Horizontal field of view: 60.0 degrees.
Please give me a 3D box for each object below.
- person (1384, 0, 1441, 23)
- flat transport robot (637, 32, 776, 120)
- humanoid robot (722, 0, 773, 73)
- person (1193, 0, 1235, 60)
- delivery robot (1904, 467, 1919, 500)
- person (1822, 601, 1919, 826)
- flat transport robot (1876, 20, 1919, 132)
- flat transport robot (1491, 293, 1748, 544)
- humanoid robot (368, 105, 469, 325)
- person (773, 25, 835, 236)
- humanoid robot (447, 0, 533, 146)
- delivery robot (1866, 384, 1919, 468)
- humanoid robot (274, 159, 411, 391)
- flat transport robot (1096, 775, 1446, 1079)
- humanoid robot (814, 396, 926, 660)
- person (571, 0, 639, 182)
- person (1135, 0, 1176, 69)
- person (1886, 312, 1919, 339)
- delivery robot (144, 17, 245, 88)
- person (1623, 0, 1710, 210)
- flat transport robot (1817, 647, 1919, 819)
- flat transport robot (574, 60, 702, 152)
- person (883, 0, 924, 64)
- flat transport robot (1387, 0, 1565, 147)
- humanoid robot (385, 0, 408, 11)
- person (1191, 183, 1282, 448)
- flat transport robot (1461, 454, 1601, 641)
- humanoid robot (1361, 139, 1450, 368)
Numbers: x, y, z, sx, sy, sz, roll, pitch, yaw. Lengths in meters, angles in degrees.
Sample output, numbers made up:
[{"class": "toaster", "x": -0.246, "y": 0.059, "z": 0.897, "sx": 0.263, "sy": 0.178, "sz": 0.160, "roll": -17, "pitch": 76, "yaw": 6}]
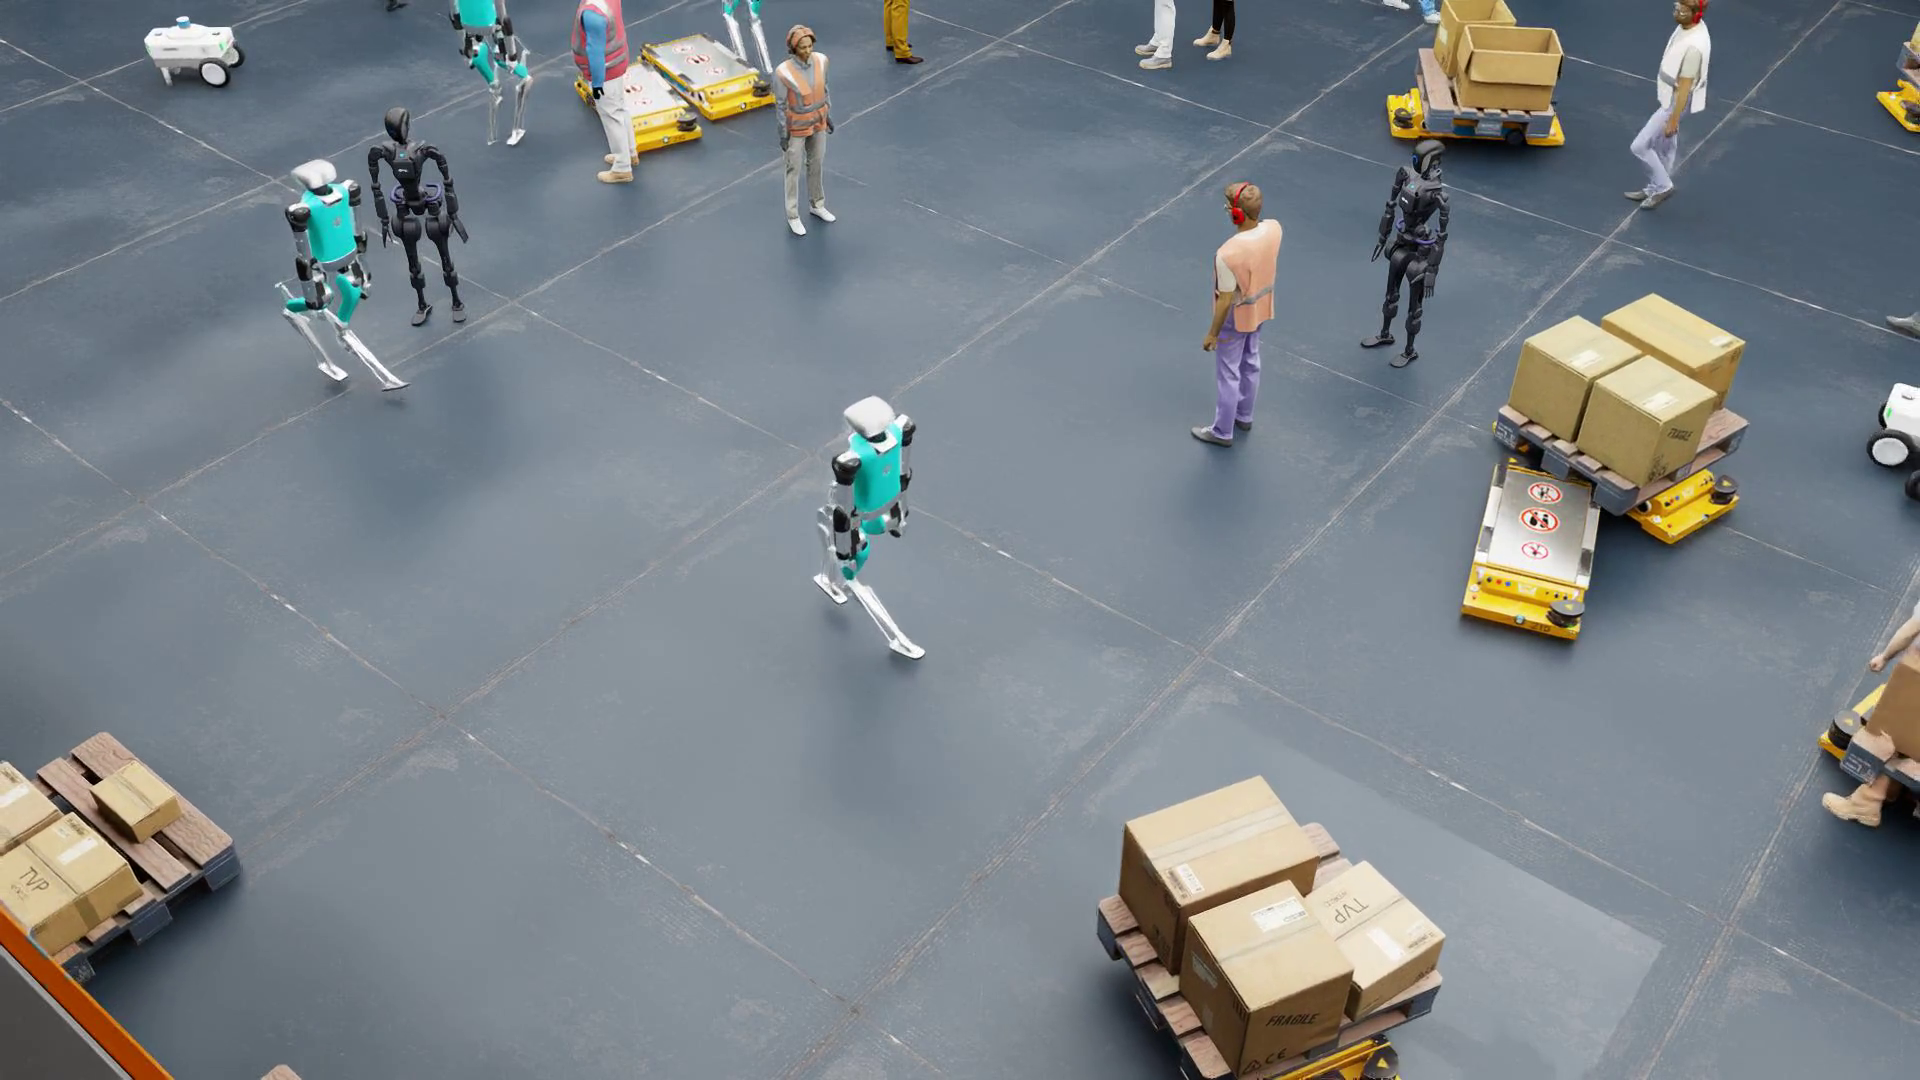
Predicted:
[{"class": "person", "x": 4.477, "y": -5.804, "z": 15.806, "sx": 0.790, "sy": 1.686, "sz": 0.501, "roll": 30, "pitch": 49, "yaw": 30}, {"class": "flat transport robot", "x": -2.308, "y": -4.211, "z": 15.032, "sx": 0.659, "sy": 0.231, "sz": 1.431, "roll": -24, "pitch": 46, "yaw": -26}, {"class": "humanoid robot", "x": -1.953, "y": -5.006, "z": 14.827, "sx": 0.539, "sy": 1.786, "sz": 0.686, "roll": -19, "pitch": 44, "yaw": -21}, {"class": "person", "x": 2.399, "y": -5.233, "z": 15.132, "sx": 0.319, "sy": 1.694, "sz": 0.532, "roll": -10, "pitch": 41, "yaw": -12}, {"class": "delivery robot", "x": 6.346, "y": -0.367, "z": 10.287, "sx": 0.774, "sy": 0.592, "sz": 0.499, "roll": -9, "pitch": 41, "yaw": -10}, {"class": "person", "x": 4.772, "y": 0.716, "z": 8.126, "sx": 0.553, "sy": 1.715, "sz": 0.534, "roll": 10, "pitch": 41, "yaw": 11}, {"class": "flat transport robot", "x": 8.884, "y": -3.792, "z": 14.539, "sx": 1.431, "sy": 0.231, "sz": 0.659, "roll": 0, "pitch": 40, "yaw": 0}, {"class": "flat transport robot", "x": 4.198, "y": -0.526, "z": 10.697, "sx": 0.659, "sy": 0.231, "sz": 1.431, "roll": -24, "pitch": 46, "yaw": -26}, {"class": "humanoid robot", "x": -3.774, "y": -2.265, "z": 11.648, "sx": 0.599, "sy": 1.653, "sz": 0.315, "roll": -3, "pitch": 40, "yaw": -4}, {"class": "person", "x": -1.183, "y": -3.145, "z": 12.718, "sx": 0.522, "sy": 1.638, "sz": 0.309, "roll": -31, "pitch": 49, "yaw": -32}, {"class": "humanoid robot", "x": -3.826, "y": -4.092, "z": 13.796, "sx": 0.531, "sy": 1.854, "sz": 0.666, "roll": 10, "pitch": 41, "yaw": 12}, {"class": "delivery robot", "x": 6.295, "y": -0.713, "z": 10.709, "sx": 0.805, "sy": 0.612, "sz": 0.499, "roll": 22, "pitch": 45, "yaw": 24}, {"class": "humanoid robot", "x": -4.188, "y": -1.723, "z": 10.968, "sx": 0.990, "sy": 1.739, "sz": 0.551, "roll": 23, "pitch": 45, "yaw": 25}, {"class": "flat transport robot", "x": 1.369, "y": 2.037, "z": 7.681, "sx": 0.659, "sy": 0.231, "sz": 1.431, "roll": -16, "pitch": 43, "yaw": -18}, {"class": "humanoid robot", "x": -0.623, "y": -0.136, "z": 9.149, "sx": 1.075, "sy": 1.744, "sz": 0.552, "roll": 31, "pitch": 49, "yaw": 31}, {"class": "person", "x": -2.861, "y": -3.769, "z": 13.310, "sx": 0.431, "sy": 1.836, "sz": 0.629, "roll": 0, "pitch": 40, "yaw": 0}, {"class": "person", "x": 1.828, "y": -5.187, "z": 14.935, "sx": 0.356, "sy": 1.882, "sz": 0.574, "roll": -1, "pitch": 40, "yaw": -1}, {"class": "person", "x": 7.034, "y": -2.090, "z": 11.344, "sx": 0.732, "sy": 1.808, "sz": 0.638, "roll": 31, "pitch": 49, "yaw": 31}, {"class": "delivery robot", "x": -6.942, "y": -4.434, "z": 15.068, "sx": 0.743, "sy": 0.587, "sz": 0.523, "roll": -1, "pitch": 40, "yaw": -1}, {"class": "person", "x": 5.484, "y": -3.366, "z": 12.834, "sx": 0.467, "sy": 1.822, "sz": 0.691, "roll": 11, "pitch": 42, "yaw": 12}, {"class": "flat transport robot", "x": 5.282, "y": 1.270, "z": 8.584, "sx": 0.659, "sy": 0.231, "sz": 1.431, "roll": -27, "pitch": 47, "yaw": -28}, {"class": "flat transport robot", "x": -2.838, "y": -3.818, "z": 14.570, "sx": 0.659, "sy": 0.231, "sz": 1.431, "roll": -20, "pitch": 44, "yaw": -22}, {"class": "person", "x": -0.533, "y": -5.216, "z": 15.070, "sx": 0.346, "sy": 1.750, "sz": 0.524, "roll": -11, "pitch": 42, "yaw": -12}, {"class": "flat transport robot", "x": 4.458, "y": -3.671, "z": 14.396, "sx": 1.431, "sy": 0.231, "sz": 0.659, "roll": 5, "pitch": 41, "yaw": 5}, {"class": "humanoid robot", "x": -5.562, "y": -5.993, "z": 16.042, "sx": 0.616, "sy": 1.642, "sz": 0.529, "roll": 17, "pitch": 43, "yaw": 19}, {"class": "person", "x": 1.765, "y": -1.396, "z": 10.510, "sx": 0.396, "sy": 1.837, "sz": 0.563, "roll": 32, "pitch": 50, "yaw": 32}, {"class": "flat transport robot", "x": 3.482, "y": 0.015, "z": 10.061, "sx": 0.659, "sy": 0.231, "sz": 1.431, "roll": 14, "pitch": 42, "yaw": 16}, {"class": "humanoid robot", "x": 3.061, "y": -1.946, "z": 11.269, "sx": 0.315, "sy": 1.657, "sz": 0.599, "roll": -19, "pitch": 44, "yaw": -21}]
